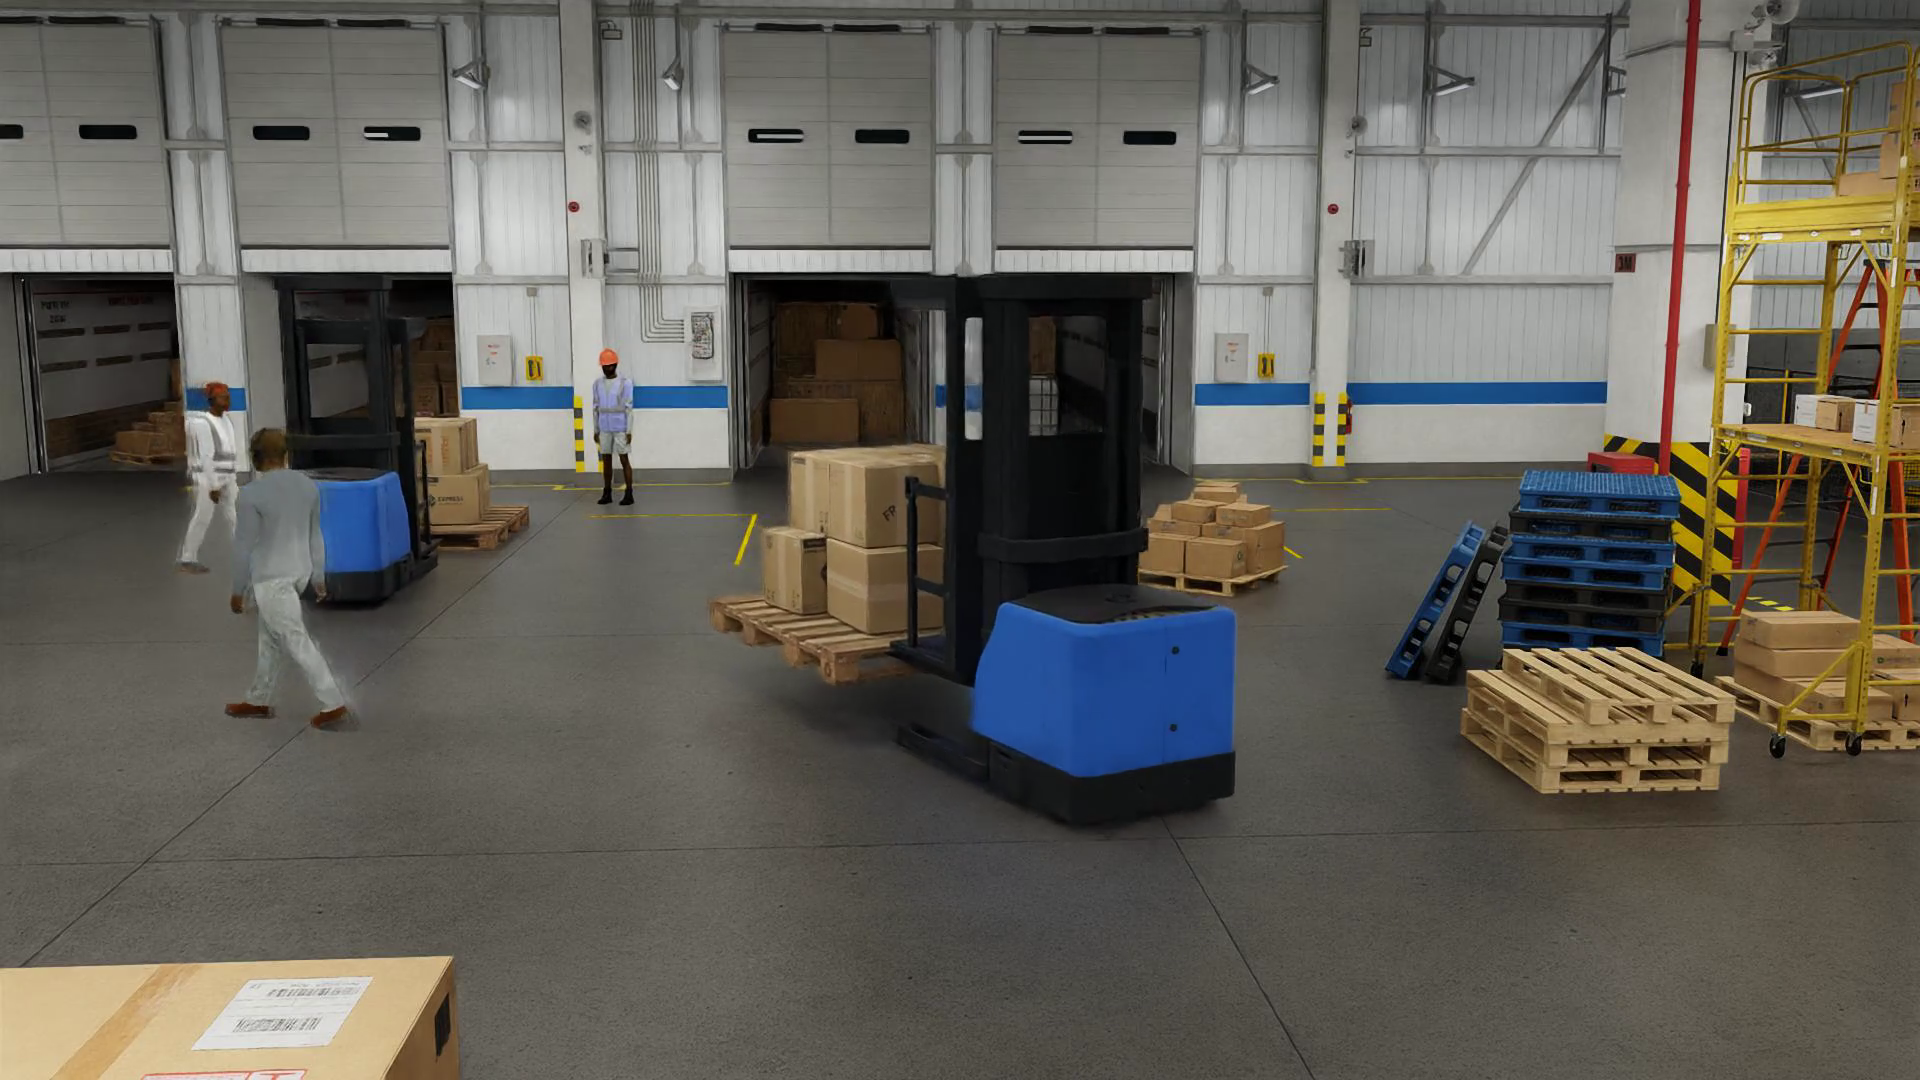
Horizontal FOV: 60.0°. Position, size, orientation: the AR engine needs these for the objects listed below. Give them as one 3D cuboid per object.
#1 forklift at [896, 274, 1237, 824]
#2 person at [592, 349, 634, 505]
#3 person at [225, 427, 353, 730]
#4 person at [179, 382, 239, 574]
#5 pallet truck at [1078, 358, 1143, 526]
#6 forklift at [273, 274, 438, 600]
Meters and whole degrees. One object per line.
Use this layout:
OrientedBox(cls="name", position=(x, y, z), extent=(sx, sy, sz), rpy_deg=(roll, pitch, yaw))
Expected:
OrientedBox(cls="forklift", position=(0.577, -0.062, 9.138), extent=(1.129, 2.768, 1.873), rpy_deg=(-5, 10, -30))
OrientedBox(cls="person", position=(-4.262, -1.375, 20.382), extent=(0.543, 1.928, 0.393), rpy_deg=(3, 9, 16))
OrientedBox(cls="person", position=(-4.211, 0.240, 10.354), extent=(1.005, 1.896, 0.645), rpy_deg=(3, 9, 17))
OrientedBox(cls="person", position=(-6.948, -0.560, 15.576), extent=(0.992, 1.841, 0.599), rpy_deg=(1, 9, 6))
OrientedBox(cls="pallet truck", position=(2.088, -0.836, 16.757), extent=(1.885, 1.965, 0.823), rpy_deg=(2, 9, 13))
OrientedBox(cls="forklift", position=(-5.494, -0.962, 14.785), extent=(1.129, 2.768, 1.873), rpy_deg=(-1, 9, -4))
